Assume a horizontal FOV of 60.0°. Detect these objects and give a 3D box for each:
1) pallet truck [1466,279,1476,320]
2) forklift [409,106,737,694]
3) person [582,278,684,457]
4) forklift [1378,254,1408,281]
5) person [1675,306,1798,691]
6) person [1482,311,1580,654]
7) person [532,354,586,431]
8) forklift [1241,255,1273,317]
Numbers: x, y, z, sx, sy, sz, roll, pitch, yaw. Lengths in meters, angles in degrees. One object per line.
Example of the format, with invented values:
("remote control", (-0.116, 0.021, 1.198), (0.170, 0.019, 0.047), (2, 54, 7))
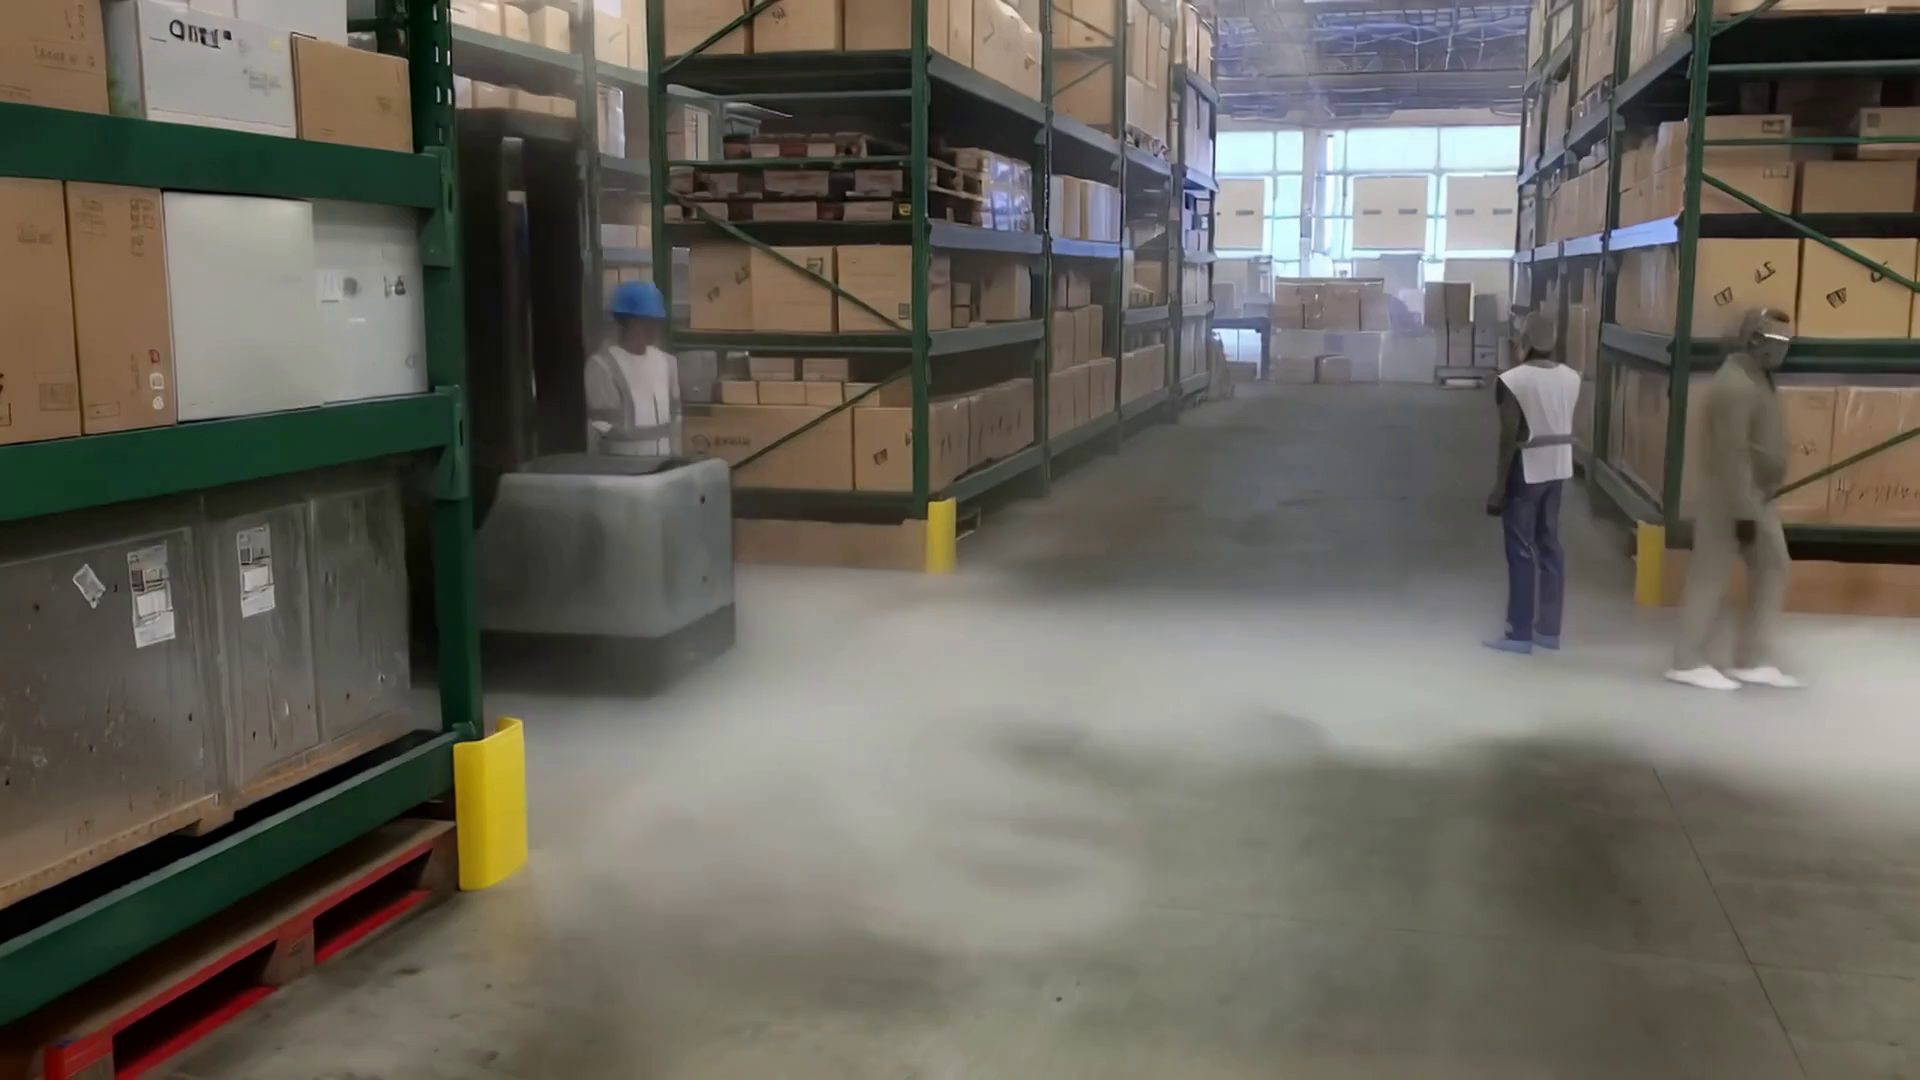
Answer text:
("pallet truck", (18.896, -8.459, 60.307), (1.885, 1.965, 0.823), (5, 10, 31))
("forklift", (-2.201, -0.734, 8.438), (1.873, 2.768, 1.129), (2, 9, 15))
("person", (-1.670, -0.340, 8.658), (0.453, 2.030, 0.605), (6, 11, 32))
("forklift", (14.512, -8.215, 55.966), (1.129, 2.768, 1.873), (-2, 9, -13))
("person", (3.845, -0.177, 8.044), (0.692, 1.880, 0.676), (7, 12, 39))
("person", (3.096, -0.303, 8.972), (0.571, 1.843, 0.373), (-5, 10, -30))
("person", (-2.766, -0.580, 11.544), (0.570, 1.586, 0.778), (-3, 9, -19))
("forklift", (10.551, -8.662, 58.805), (1.129, 2.768, 1.873), (2, 9, 15))
